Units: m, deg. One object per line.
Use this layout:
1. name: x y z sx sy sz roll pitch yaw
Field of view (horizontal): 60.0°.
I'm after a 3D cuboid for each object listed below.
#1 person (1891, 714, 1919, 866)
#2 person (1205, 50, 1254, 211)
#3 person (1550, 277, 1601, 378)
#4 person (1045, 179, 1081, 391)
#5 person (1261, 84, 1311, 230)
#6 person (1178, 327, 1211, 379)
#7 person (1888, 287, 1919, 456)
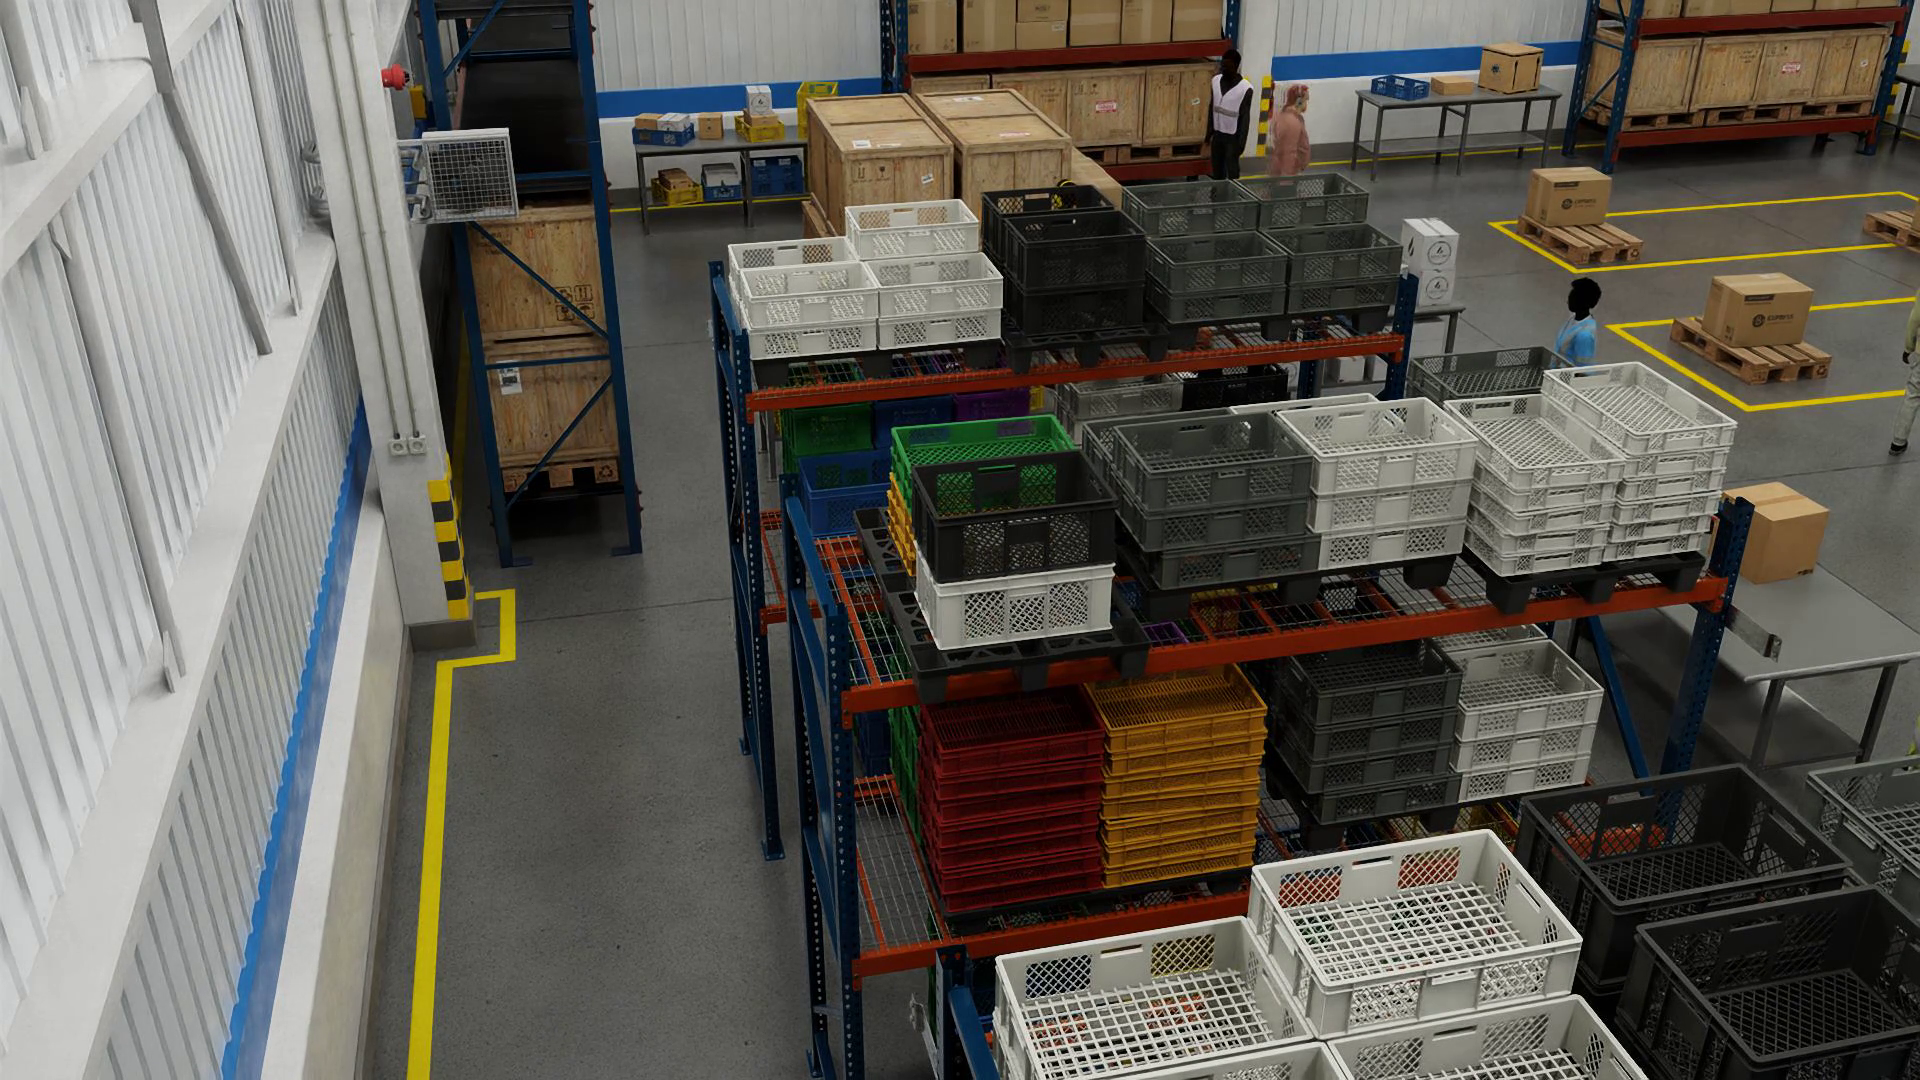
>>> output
1. person: 4.841 1.176 8.120 0.429 1.837 0.621 -5 28 -9
2. person: 3.090 -4.667 19.157 0.399 1.890 0.591 -21 34 -34
3. person: 4.670 -1.196 12.765 0.315 1.697 0.541 5 28 9
4. person: 0.892 -2.218 14.534 0.560 1.863 0.315 -18 33 -30
5. person: 3.539 -3.933 17.790 0.904 1.866 0.665 -1 28 -1
6. person: 1.543 -0.568 11.378 0.355 1.884 0.575 -2 28 -4
7. person: 7.814 -1.497 13.195 0.404 1.830 0.599 -24 36 -37
